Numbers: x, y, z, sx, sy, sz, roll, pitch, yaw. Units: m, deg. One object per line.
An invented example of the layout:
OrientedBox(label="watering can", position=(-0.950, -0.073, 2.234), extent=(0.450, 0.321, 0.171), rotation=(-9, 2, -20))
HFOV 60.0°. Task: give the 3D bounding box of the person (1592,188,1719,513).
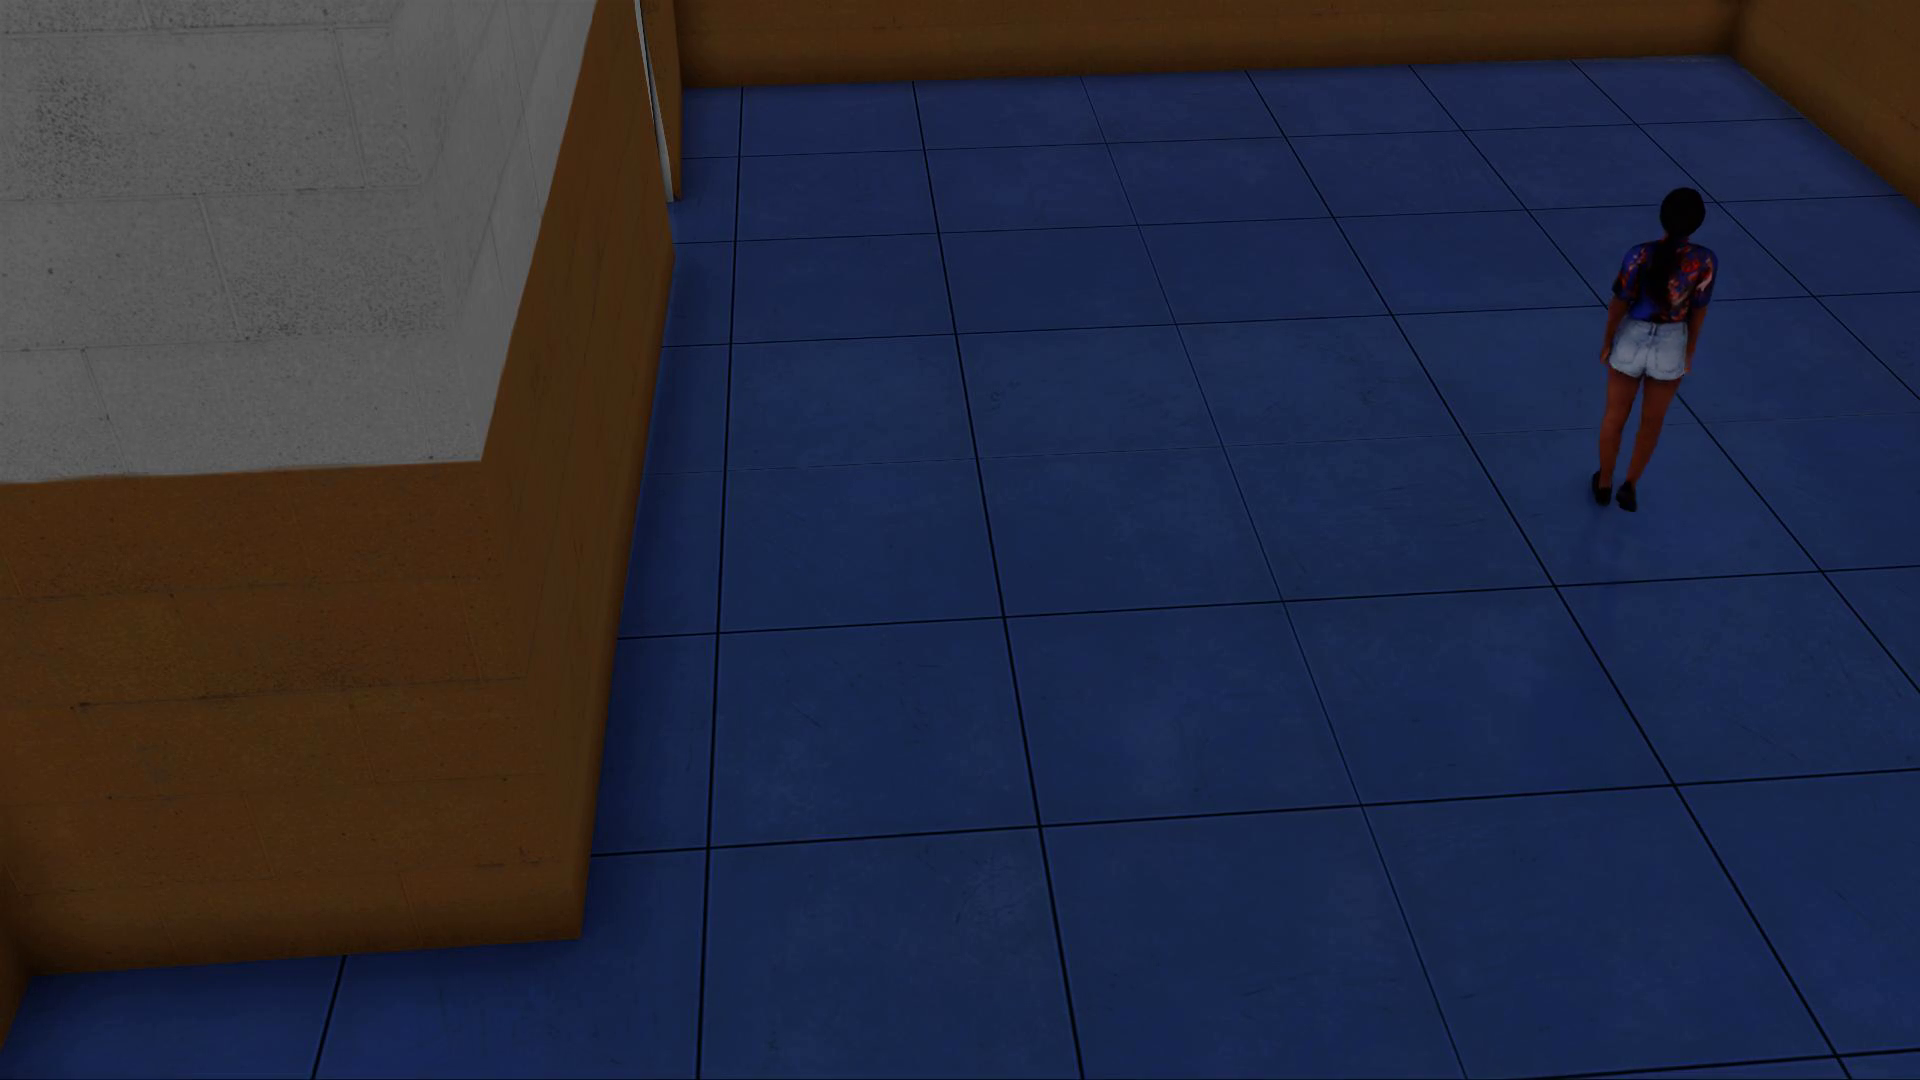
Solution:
OrientedBox(label="person", position=(3.289, -0.841, 7.953), extent=(0.836, 1.733, 0.839), rotation=(12, 39, 16))
